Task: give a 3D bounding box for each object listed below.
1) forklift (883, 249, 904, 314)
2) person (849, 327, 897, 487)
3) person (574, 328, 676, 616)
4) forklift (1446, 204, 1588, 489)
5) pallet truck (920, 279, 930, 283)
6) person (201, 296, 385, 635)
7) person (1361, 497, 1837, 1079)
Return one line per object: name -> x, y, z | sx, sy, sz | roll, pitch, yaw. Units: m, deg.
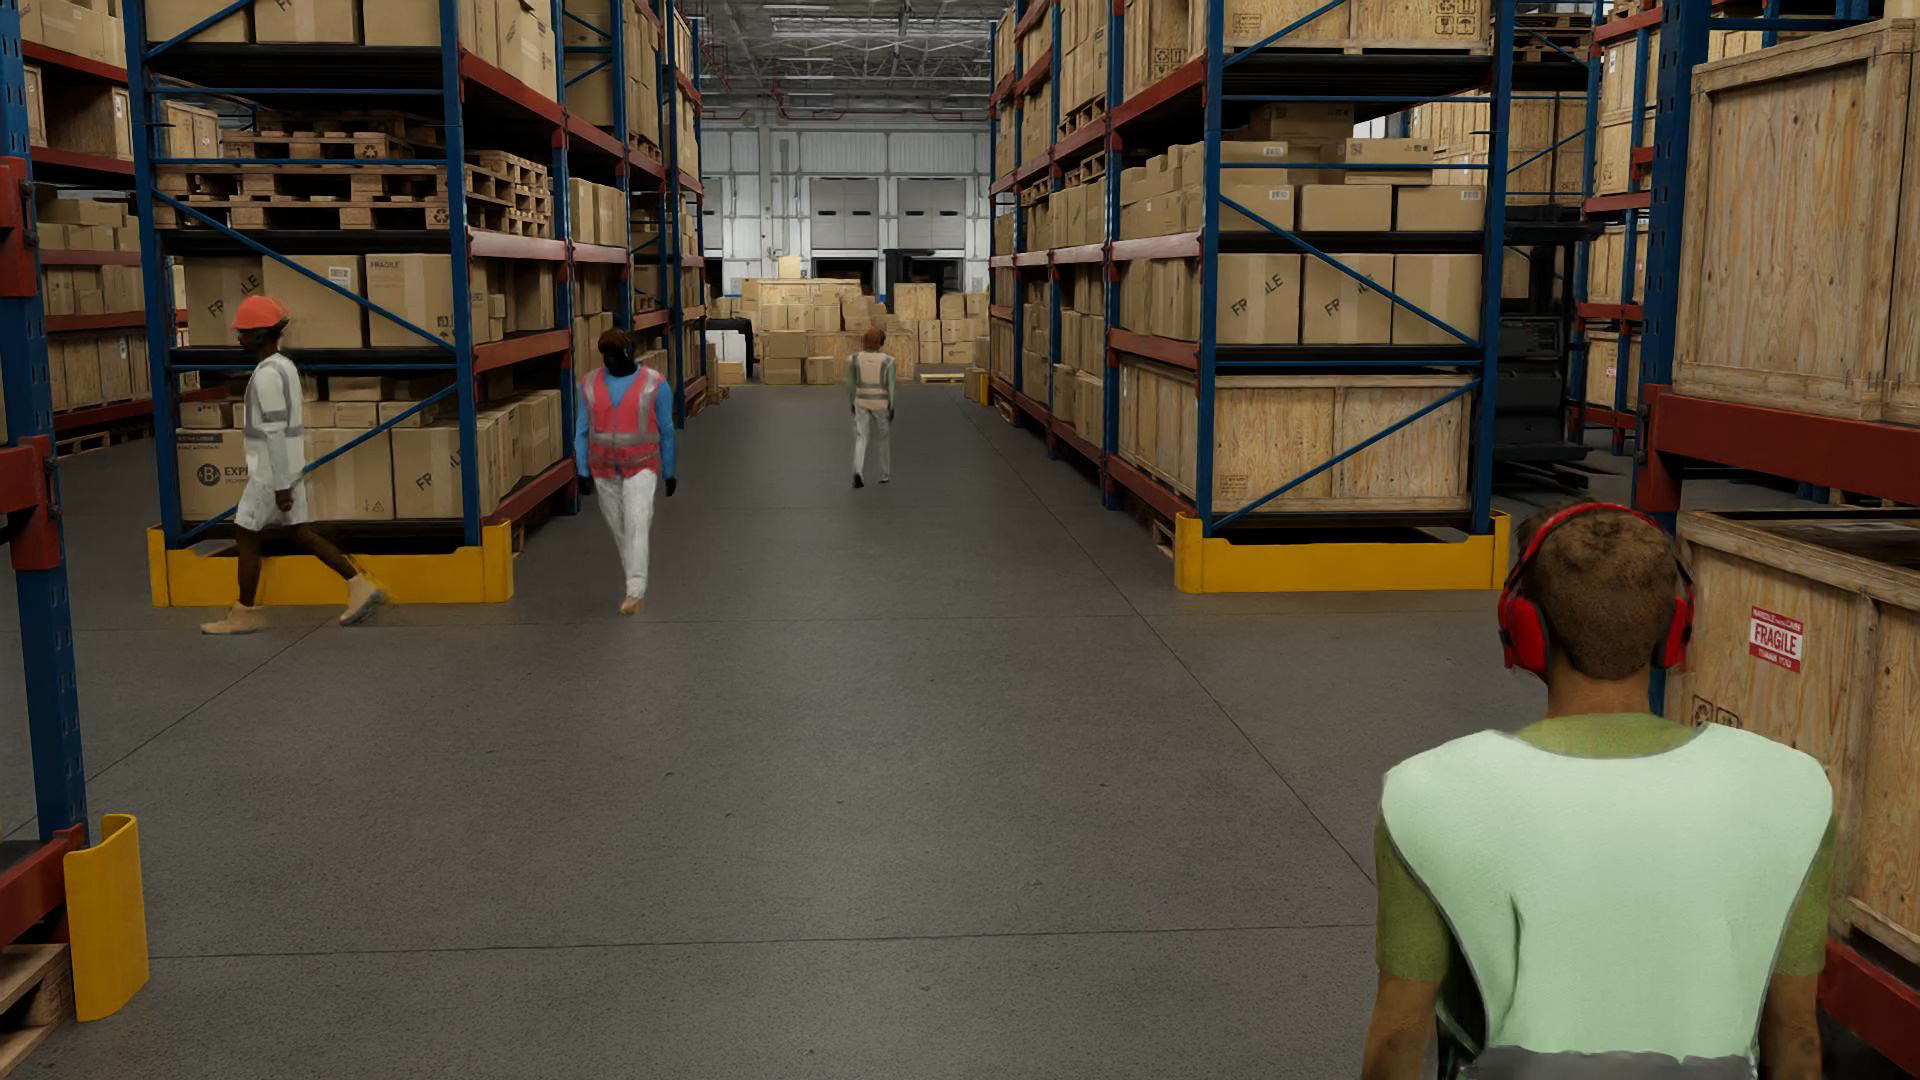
forklift -> -1.786, -6.475, 44.989 | 1.873, 2.768, 1.129 | 2, 9, 11
person -> -0.891, -1.341, 16.734 | 0.514, 1.608, 0.786 | 1, 9, 9
person -> -2.141, -0.466, 10.680 | 0.627, 1.798, 0.956 | 1, 9, 5
forklift -> 5.492, -1.995, 16.857 | 1.129, 2.768, 1.873 | -1, 9, -4
pallet truck -> -0.932, -8.922, 63.114 | 1.885, 1.965, 0.823 | 2, 9, 13
person -> -3.969, -0.433, 9.805 | 0.992, 2.013, 0.619 | -1, 9, -9
person -> 0.818, 0.864, 2.168 | 0.592, 1.833, 0.472 | 1, 9, 5
